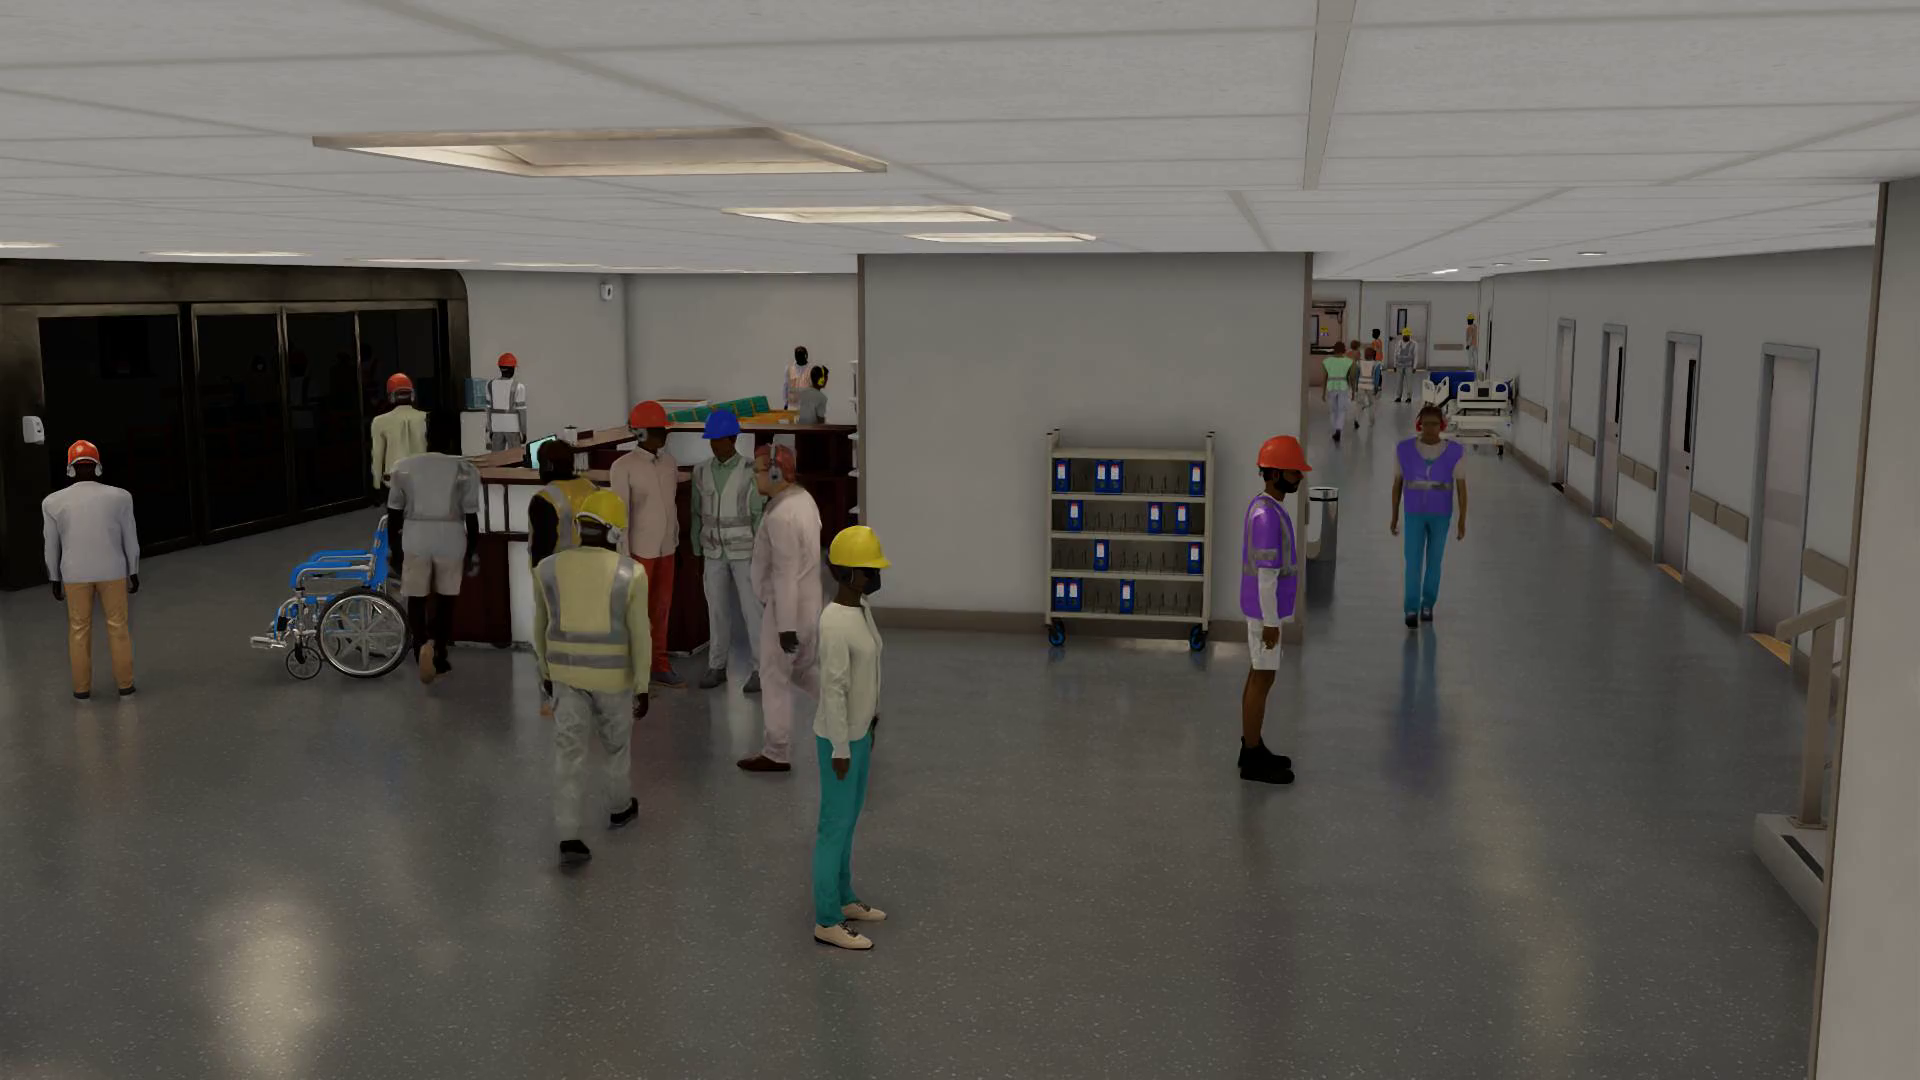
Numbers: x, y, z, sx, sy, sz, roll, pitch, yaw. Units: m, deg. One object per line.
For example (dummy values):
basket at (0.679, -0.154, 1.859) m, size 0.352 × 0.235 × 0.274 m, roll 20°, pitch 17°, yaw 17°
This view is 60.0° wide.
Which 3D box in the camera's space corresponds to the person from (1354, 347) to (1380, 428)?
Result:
person at (8.039, -3.013, 32.906) m, size 0.512 × 1.609 × 0.815 m, roll 5°, pitch 10°, yaw 28°

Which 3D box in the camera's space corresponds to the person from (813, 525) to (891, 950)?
person at (-0.444, 0.813, 6.996) m, size 0.328 × 1.767 × 0.532 m, roll 1°, pitch 9°, yaw 9°

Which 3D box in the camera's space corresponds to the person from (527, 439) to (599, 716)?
person at (-2.455, 0.268, 10.478) m, size 0.539 × 1.815 × 0.630 m, roll 4°, pitch 9°, yaw 23°

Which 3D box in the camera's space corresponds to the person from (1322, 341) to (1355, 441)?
person at (6.875, -2.710, 30.242) m, size 0.579 × 1.814 × 0.887 m, roll 3°, pitch 9°, yaw 17°

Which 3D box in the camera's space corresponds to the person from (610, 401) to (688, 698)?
person at (-2.092, 0.057, 11.251) m, size 0.385 × 1.993 × 0.623 m, roll 5°, pitch 10°, yaw 30°

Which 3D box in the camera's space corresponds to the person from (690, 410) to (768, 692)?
person at (-1.575, 0.077, 11.339) m, size 0.600 × 1.939 × 0.421 m, roll 3°, pitch 9°, yaw 21°

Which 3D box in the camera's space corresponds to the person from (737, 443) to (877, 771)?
person at (-0.878, 0.386, 9.417) m, size 0.702 × 1.886 × 0.669 m, roll 1°, pitch 9°, yaw 9°

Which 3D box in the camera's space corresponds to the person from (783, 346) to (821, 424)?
person at (-2.521, -2.162, 26.494) m, size 0.626 × 1.844 × 0.429 m, roll 1°, pitch 9°, yaw 9°

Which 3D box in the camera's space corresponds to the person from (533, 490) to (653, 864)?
person at (-1.789, 0.647, 8.105) m, size 0.608 × 1.771 × 0.961 m, roll 0°, pitch 9°, yaw 1°

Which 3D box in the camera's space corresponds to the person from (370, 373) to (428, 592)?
person at (-5.020, -0.518, 15.128) m, size 0.649 × 1.977 × 0.415 m, roll -4°, pitch 10°, yaw -26°

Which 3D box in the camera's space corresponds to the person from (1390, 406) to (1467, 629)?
person at (3.796, -0.181, 13.473) m, size 0.593 × 1.792 × 0.950 m, roll 2°, pitch 9°, yaw 16°

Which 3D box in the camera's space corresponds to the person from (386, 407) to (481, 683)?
person at (-3.647, 0.051, 11.510) m, size 0.643 × 1.934 × 0.764 m, roll -1°, pitch 9°, yaw -9°

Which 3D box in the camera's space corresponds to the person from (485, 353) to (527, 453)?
person at (-5.818, -1.438, 21.414) m, size 0.546 × 1.934 × 0.381 m, roll 2°, pitch 9°, yaw 12°

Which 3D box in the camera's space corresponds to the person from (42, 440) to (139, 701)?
person at (-5.787, 0.203, 11.112) m, size 0.564 × 1.743 × 0.352 m, roll -4°, pitch 9°, yaw -24°

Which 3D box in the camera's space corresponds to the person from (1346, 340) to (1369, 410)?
person at (8.975, -3.742, 37.803) m, size 0.844 × 1.578 × 0.566 m, roll -3°, pitch 9°, yaw -22°

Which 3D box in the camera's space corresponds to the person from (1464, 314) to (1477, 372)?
person at (16.808, -6.466, 54.761) m, size 0.369 × 1.928 × 0.586 m, roll 5°, pitch 10°, yaw 31°

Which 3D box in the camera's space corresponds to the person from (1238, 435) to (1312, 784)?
person at (1.756, 0.379, 9.307) m, size 0.376 × 1.935 × 0.550 m, roll 1°, pitch 9°, yaw 10°

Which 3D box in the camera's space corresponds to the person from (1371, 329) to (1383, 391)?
person at (11.286, -4.880, 45.038) m, size 0.321 × 1.688 × 0.535 m, roll 4°, pitch 9°, yaw 25°

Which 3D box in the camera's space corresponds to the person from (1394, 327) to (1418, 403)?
person at (10.814, -4.246, 40.390) m, size 0.590 × 1.824 × 0.403 m, roll 7°, pitch 11°, yaw 38°
